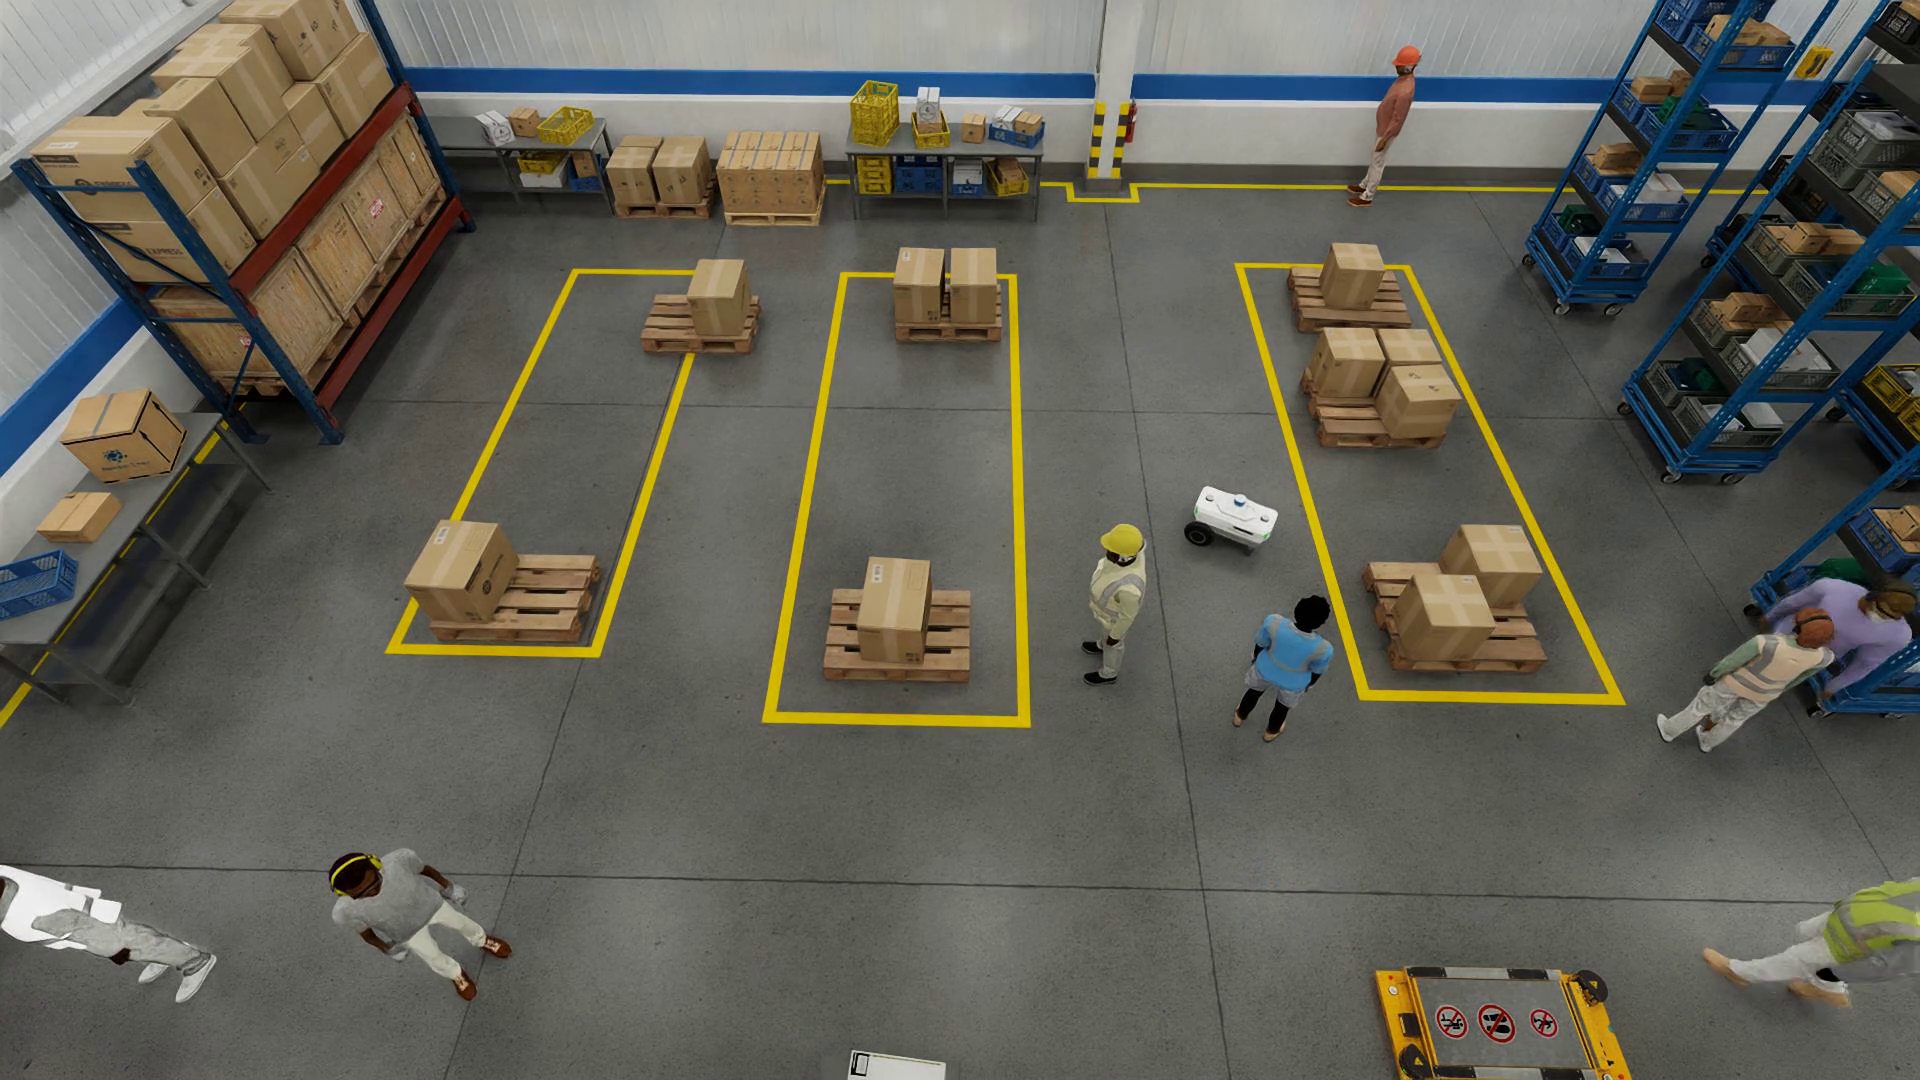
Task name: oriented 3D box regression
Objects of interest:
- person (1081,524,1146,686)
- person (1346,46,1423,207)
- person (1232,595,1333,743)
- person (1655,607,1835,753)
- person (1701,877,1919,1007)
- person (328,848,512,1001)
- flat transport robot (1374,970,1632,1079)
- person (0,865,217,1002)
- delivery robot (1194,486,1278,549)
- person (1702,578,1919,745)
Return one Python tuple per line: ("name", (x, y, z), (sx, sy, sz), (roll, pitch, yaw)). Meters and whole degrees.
("person", (1.178, 0.502, 7.059), (0.404, 1.829, 0.600), (3, 51, 3))
("person", (5.392, -5.219, 11.624), (0.392, 1.986, 0.609), (13, 52, 10))
("person", (2.384, 0.960, 6.772), (0.532, 1.696, 0.319), (29, 56, 21))
("person", (5.780, 1.057, 6.737), (0.519, 1.633, 0.313), (15, 52, 12))
("person", (5.413, 2.419, 5.501), (0.675, 1.828, 0.635), (36, 59, 26))
("person", (-3.271, 2.300, 5.569), (0.329, 1.871, 0.513), (26, 56, 20))
("flat transport robot", (3.501, 3.133, 5.914), (1.431, 0.197, 0.652), (1, 51, 1))
("person", (-5.271, 2.327, 5.517), (0.591, 1.916, 0.379), (19, 53, 15))
("delivery robot", (2.523, -0.223, 8.409), (0.707, 0.478, 0.477), (23, 54, 17))
("person", (6.228, 0.838, 6.761), (0.638, 1.865, 0.997), (36, 59, 26))
